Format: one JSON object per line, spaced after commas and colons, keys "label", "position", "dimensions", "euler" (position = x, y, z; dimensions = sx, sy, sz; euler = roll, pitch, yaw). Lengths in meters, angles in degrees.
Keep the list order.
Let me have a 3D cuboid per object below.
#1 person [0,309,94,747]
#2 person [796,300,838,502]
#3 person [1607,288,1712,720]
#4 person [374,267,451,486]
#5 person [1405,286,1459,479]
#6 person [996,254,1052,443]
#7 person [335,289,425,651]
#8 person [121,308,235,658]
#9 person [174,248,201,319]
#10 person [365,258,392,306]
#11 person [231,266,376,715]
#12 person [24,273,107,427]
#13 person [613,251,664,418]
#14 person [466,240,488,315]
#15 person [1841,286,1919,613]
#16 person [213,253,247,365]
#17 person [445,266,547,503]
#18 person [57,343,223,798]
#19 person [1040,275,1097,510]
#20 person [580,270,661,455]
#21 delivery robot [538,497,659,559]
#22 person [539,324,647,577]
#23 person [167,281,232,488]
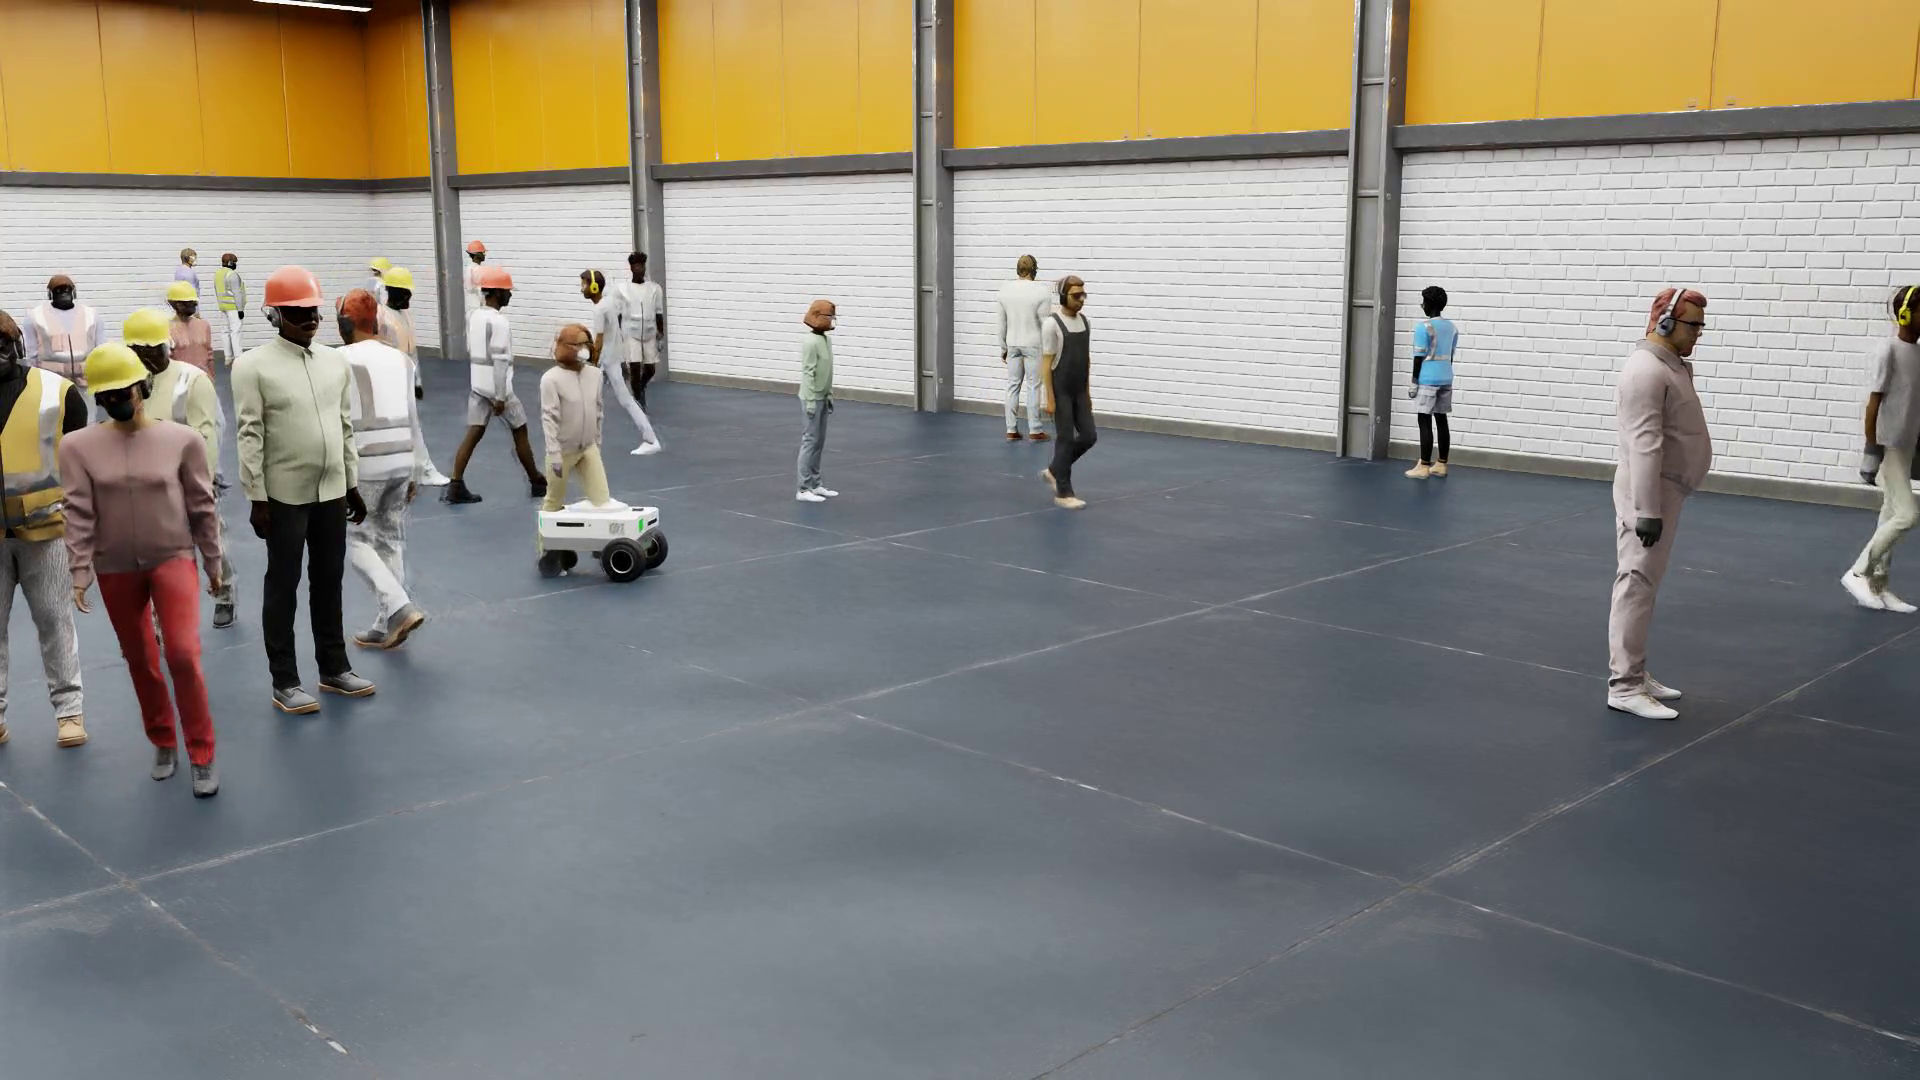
{"label": "person", "position": [-3.916, -0.033, 6.871], "dimensions": [0.637, 1.840, 0.429], "euler": [-5, 11, -23]}
{"label": "person", "position": [-1.144, -1.122, 13.416], "dimensions": [0.317, 1.622, 0.509], "euler": [2, 11, 13]}
{"label": "person", "position": [3.130, -0.169, 7.451], "dimensions": [0.407, 1.902, 0.639], "euler": [5, 12, 27]}
{"label": "person", "position": [-4.836, -1.390, 14.217], "dimensions": [1.015, 1.867, 0.590], "euler": [1, 10, 8]}
{"label": "person", "position": [4.158, -1.383, 14.643], "dimensions": [0.531, 1.691, 0.319], "euler": [-8, 13, -38]}
{"label": "person", "position": [0.683, -1.973, 17.178], "dimensions": [0.636, 1.939, 0.364], "euler": [6, 12, 29]}
{"label": "person", "position": [-2.948, -0.337, 8.477], "dimensions": [0.560, 1.856, 0.621], "euler": [5, 12, 25]}
{"label": "person", "position": [-4.110, -0.330, 8.712], "dimensions": [0.597, 1.778, 0.962], "euler": [0, 10, 2]}
{"label": "person", "position": [-11.881, -3.526, 25.665], "dimensions": [0.371, 1.935, 0.627], "euler": [-8, 13, -39]}
{"label": "person", "position": [-8.102, -3.093, 23.628], "dimensions": [0.628, 1.808, 0.700], "euler": [10, 14, 43]}
{"label": "person", "position": [-2.958, -0.229, 7.518], "dimensions": [0.381, 1.994, 0.614], "euler": [6, 12, 28]}
{"label": "person", "position": [-7.723, -1.403, 14.426], "dimensions": [0.629, 1.818, 0.858], "euler": [-8, 13, -36]}
{"label": "person", "position": [-3.814, -2.437, 19.675], "dimensions": [0.603, 1.951, 0.694], "euler": [-5, 11, -25]}
{"label": "person", "position": [-7.525, -3.656, 26.064], "dimensions": [0.365, 2.048, 0.608], "euler": [-7, 12, -32]}
{"label": "person", "position": [5.304, -0.499, 9.364], "dimensions": [0.553, 1.858, 0.386], "euler": [-8, 13, -37]}
{"label": "person", "position": [-11.982, -3.795, 27.397], "dimensions": [0.624, 1.840, 0.429], "euler": [8, 13, 36]}
{"label": "person", "position": [-3.717, -1.239, 13.328], "dimensions": [0.546, 1.890, 0.996], "euler": [10, 14, 42]}
{"label": "person", "position": [-3.096, 0.125, 6.320], "dimensions": [0.534, 1.726, 0.753], "euler": [-4, 11, -20]}
{"label": "person", "position": [0.832, -1.150, 12.996], "dimensions": [0.532, 1.827, 0.455], "euler": [-9, 14, -42]}
{"label": "person", "position": [-3.422, -1.692, 16.058], "dimensions": [1.081, 1.801, 0.532], "euler": [-1, 10, -8]}
{"label": "delivery robot", "position": [-2.270, -0.093, 10.448], "dimensions": [0.707, 0.478, 0.477], "euler": [1, 10, 8]}
{"label": "person", "position": [-2.340, -0.529, 10.257], "dimensions": [0.841, 1.587, 0.521], "euler": [8, 13, 37]}
{"label": "person", "position": [-6.379, -1.275, 13.866], "dimensions": [0.566, 1.745, 0.560], "euler": [6, 12, 29]}
